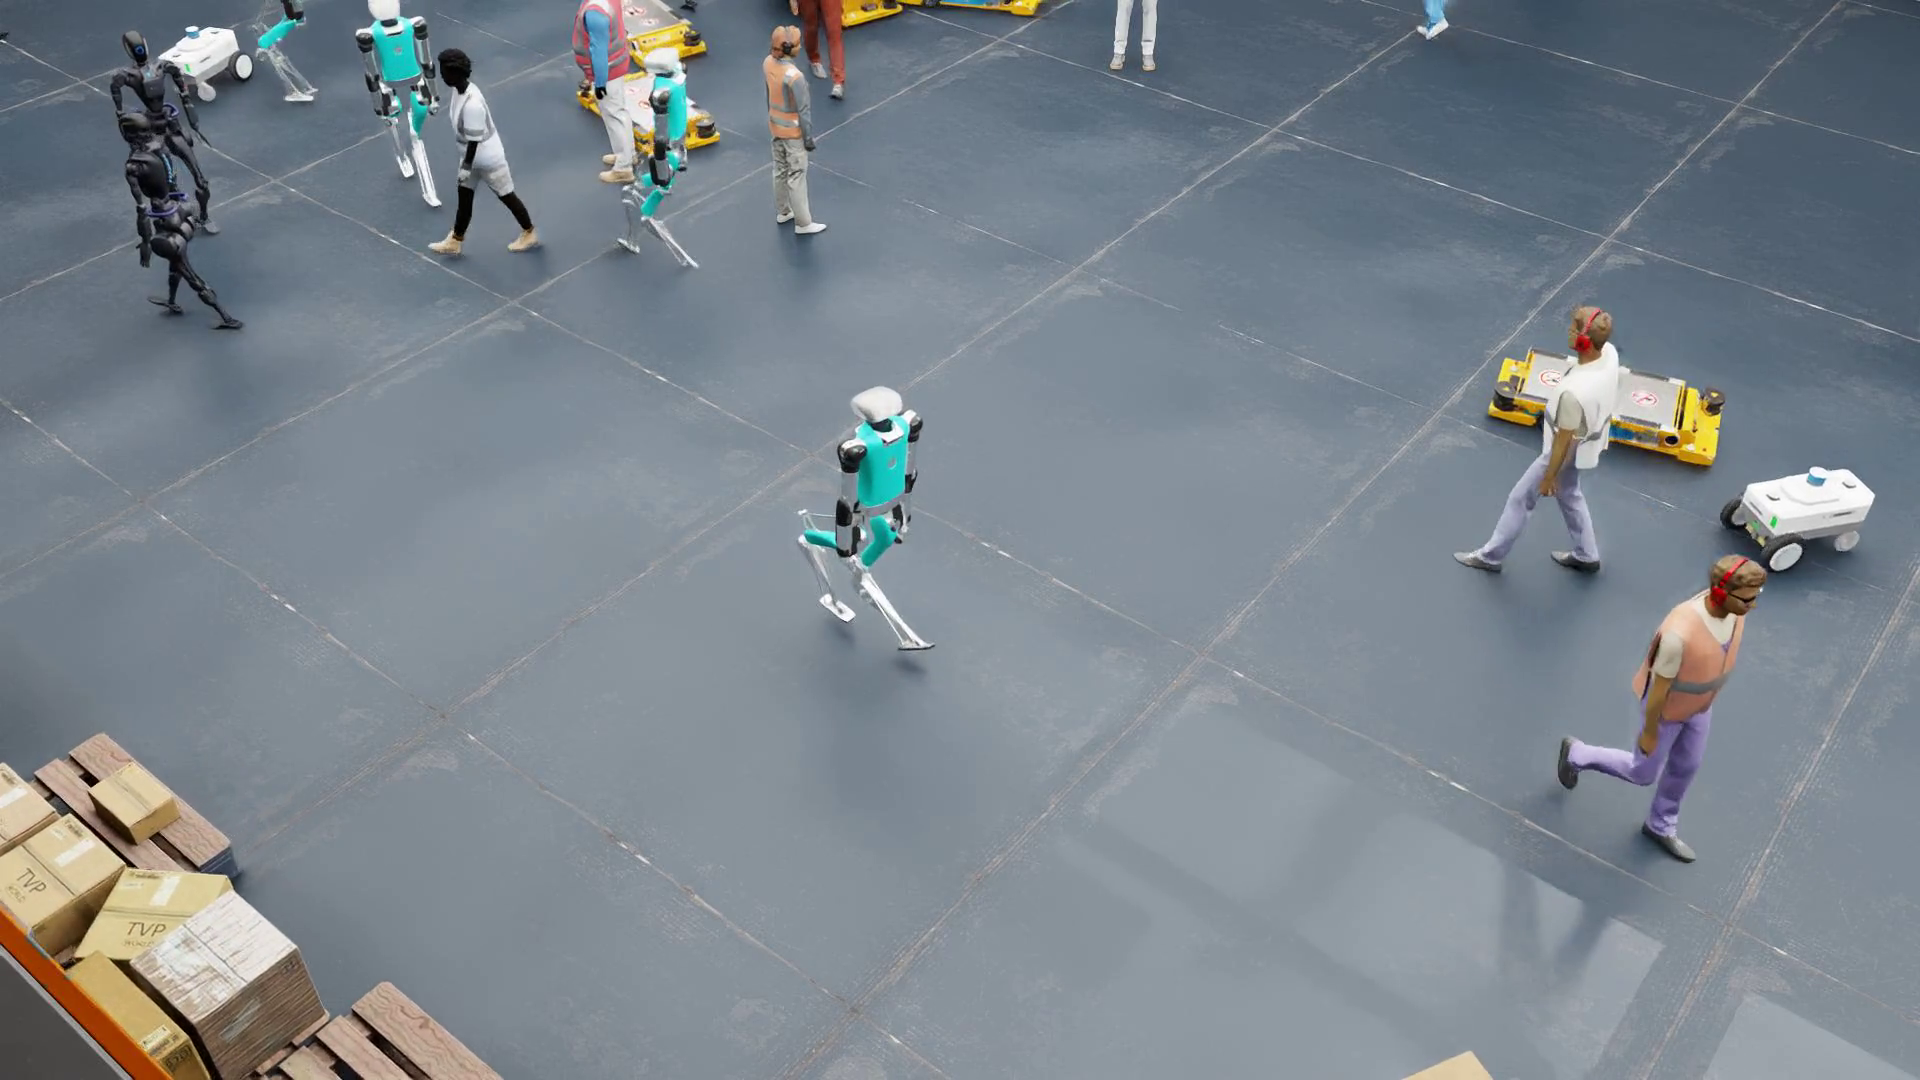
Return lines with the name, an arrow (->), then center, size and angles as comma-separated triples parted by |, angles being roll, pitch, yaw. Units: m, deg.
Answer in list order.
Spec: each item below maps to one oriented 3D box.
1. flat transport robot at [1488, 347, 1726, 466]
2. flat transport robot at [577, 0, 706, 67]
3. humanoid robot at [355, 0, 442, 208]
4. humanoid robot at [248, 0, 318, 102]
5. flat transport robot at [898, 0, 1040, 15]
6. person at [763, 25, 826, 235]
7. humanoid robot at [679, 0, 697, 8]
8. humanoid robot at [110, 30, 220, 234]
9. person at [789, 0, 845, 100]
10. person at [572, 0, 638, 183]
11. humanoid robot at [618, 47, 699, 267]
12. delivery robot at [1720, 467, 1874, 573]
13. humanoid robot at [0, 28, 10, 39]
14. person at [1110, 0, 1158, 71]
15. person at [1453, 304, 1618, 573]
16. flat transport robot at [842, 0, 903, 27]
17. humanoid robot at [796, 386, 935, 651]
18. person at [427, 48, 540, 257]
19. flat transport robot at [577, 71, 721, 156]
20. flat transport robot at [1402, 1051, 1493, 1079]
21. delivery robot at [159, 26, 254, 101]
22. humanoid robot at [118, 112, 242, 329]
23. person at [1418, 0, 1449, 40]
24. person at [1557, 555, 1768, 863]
flat transport robot -> 4.332, -0.909, 11.147 | 1.431, 0.231, 0.659 | 15, 43, 17
flat transport robot -> -3.051, -4.902, 15.845 | 0.659, 0.231, 1.431 | -24, 46, -26
humanoid robot -> -4.457, -3.565, 13.186 | 0.546, 1.749, 1.004 | -20, 44, -22
humanoid robot -> -5.919, -4.613, 14.369 | 0.728, 1.783, 0.531 | -15, 43, -17
flat transport robot -> 0.094, -5.490, 16.537 | 1.431, 0.231, 0.659 | 9, 41, 10
person -> -1.294, -3.121, 12.691 | 0.311, 1.637, 0.512 | -26, 47, -28
humanoid robot -> -2.787, -5.991, 16.062 | 0.595, 1.658, 0.583 | 29, 48, 29
humanoid robot -> -6.019, -3.061, 12.593 | 0.599, 1.639, 0.502 | -32, 50, -32
person -> -1.226, -4.788, 14.525 | 0.610, 1.826, 0.961 | -9, 41, -10
person -> -2.852, -3.772, 13.312 | 0.431, 1.837, 0.630 | -2, 40, -3
humanoid robot -> -2.357, -2.802, 12.276 | 0.909, 1.789, 0.555 | 11, 42, 12
delivery robot -> 5.067, -0.163, 10.064 | 0.791, 0.614, 0.499 | -9, 41, -10
humanoid robot -> -9.363, -5.365, 15.309 | 0.610, 1.658, 0.398 | -13, 42, -15
person -> 1.623, -5.139, 14.878 | 0.574, 1.884, 0.356 | 3, 40, 4
person -> 3.480, -0.532, 9.526 | 0.800, 1.815, 0.636 | 23, 45, 25
flat transport robot -> -1.228, -5.483, 16.528 | 0.659, 0.231, 1.431 | -24, 46, -26
humanoid robot -> -0.552, -0.135, 9.103 | 1.027, 1.736, 0.566 | 33, 50, 33
person -> -3.640, -2.828, 12.336 | 0.846, 1.651, 0.538 | -21, 45, -23
flat transport robot -> -2.721, -3.723, 14.457 | 0.659, 0.231, 1.431 | -25, 46, -27
flat transport robot -> 1.992, 2.956, 6.600 | 0.659, 0.231, 1.431 | -16, 43, -18
delivery robot -> -6.790, -4.317, 14.937 | 0.508, 0.597, 0.769 | 13, 42, 15
humanoid robot -> -5.591, -2.201, 11.606 | 0.741, 1.630, 0.590 | 2, 40, 2
person -> 4.478, -5.448, 15.367 | 0.512, 1.711, 0.421 | -20, 44, -22
person -> 3.410, 0.756, 7.987 | 0.578, 1.823, 0.714 | -22, 45, -24
